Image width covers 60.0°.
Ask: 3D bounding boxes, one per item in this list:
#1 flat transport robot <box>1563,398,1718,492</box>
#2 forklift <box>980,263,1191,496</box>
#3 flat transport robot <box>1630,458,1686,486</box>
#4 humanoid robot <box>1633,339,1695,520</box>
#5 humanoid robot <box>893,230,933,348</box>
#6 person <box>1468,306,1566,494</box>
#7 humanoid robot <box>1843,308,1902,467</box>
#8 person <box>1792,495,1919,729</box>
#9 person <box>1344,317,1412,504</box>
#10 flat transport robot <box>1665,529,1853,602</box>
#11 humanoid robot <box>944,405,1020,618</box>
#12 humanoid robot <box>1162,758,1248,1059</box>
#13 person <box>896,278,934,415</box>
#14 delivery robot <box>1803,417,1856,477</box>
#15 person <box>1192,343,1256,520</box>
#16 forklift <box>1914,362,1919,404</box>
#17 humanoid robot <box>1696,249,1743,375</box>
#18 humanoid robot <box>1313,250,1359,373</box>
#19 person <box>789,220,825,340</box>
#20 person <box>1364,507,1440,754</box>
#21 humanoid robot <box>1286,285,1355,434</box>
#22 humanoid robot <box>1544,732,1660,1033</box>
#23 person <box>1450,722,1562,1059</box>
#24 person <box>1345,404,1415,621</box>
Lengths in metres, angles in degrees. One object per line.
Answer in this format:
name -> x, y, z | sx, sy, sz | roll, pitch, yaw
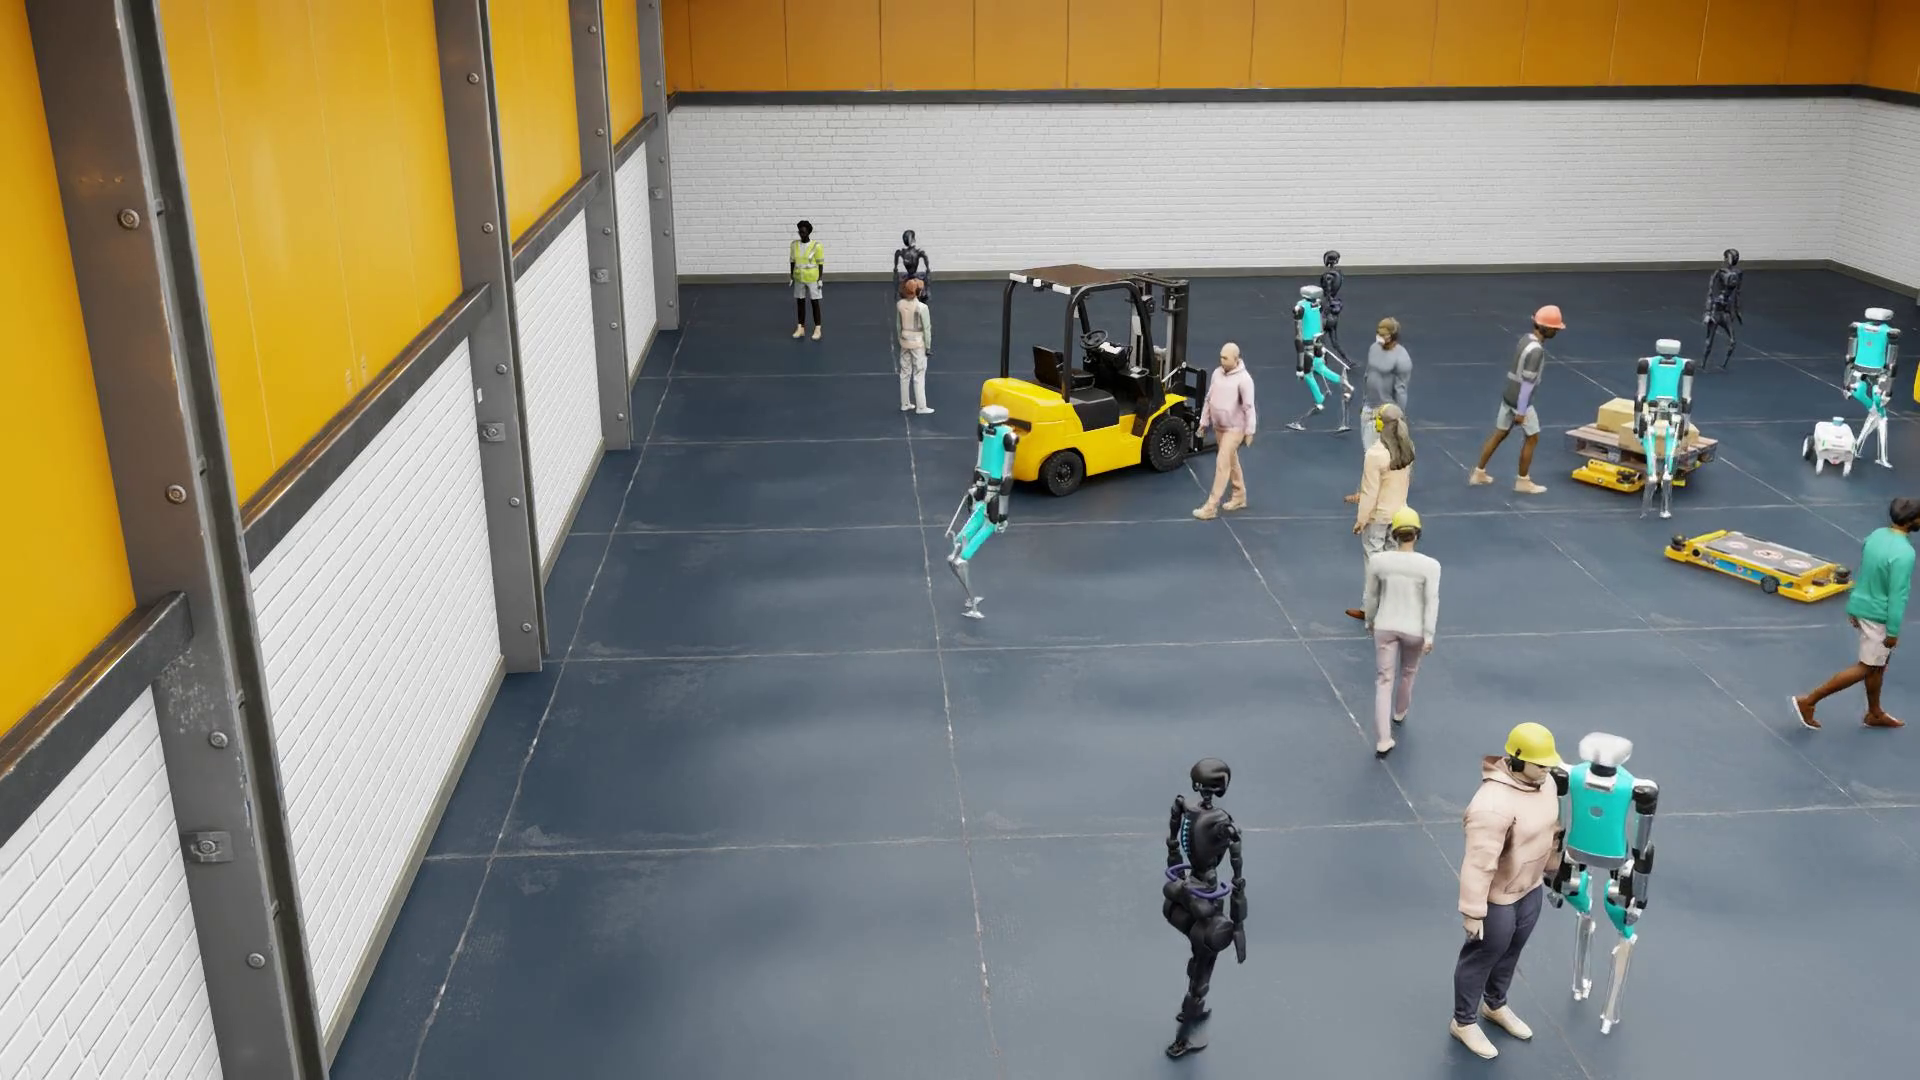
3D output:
flat transport robot -> 7.254, -0.804, 17.819 | 1.431, 0.231, 0.659 | -15, 25, -36
forklift -> 1.315, -1.764, 17.646 | 2.313, 2.155, 1.214 | -14, 24, -33
flat transport robot -> 7.523, -0.894, 18.063 | 0.659, 0.231, 1.431 | 8, 22, 20
humanoid robot -> 6.866, -1.027, 16.315 | 0.568, 1.787, 0.758 | 7, 21, 18
humanoid robot -> -0.637, -3.534, 23.308 | 0.610, 1.636, 0.787 | 8, 22, 22
person -> 5.711, -1.446, 17.089 | 0.770, 1.990, 0.619 | 1, 20, 3
humanoid robot -> 9.944, -1.662, 18.034 | 0.799, 1.786, 0.585 | -16, 25, -36
person -> 6.507, 0.541, 11.914 | 0.826, 1.821, 0.509 | 1, 20, 4
person -> 4.314, -1.330, 16.850 | 0.803, 1.916, 0.635 | -6, 21, -16
flat transport robot -> 7.220, 0.209, 15.059 | 0.659, 0.231, 1.431 | -13, 24, -31
humanoid robot -> 0.089, -0.227, 14.122 | 0.818, 1.780, 0.545 | -11, 23, -28
humanoid robot -> 1.251, 1.863, 8.511 | 0.448, 1.642, 0.584 | -14, 24, -32
person -> -0.549, -2.321, 19.957 | 0.520, 1.640, 0.304 | 17, 26, 38
delivery robot -> 9.469, -1.041, 18.020 | 0.499, 0.575, 0.759 | 8, 21, 20
person -> 2.607, -1.083, 16.446 | 0.778, 1.751, 0.538 | -11, 23, -28
forklift -> 12.602, -2.435, 19.475 | 2.313, 2.155, 1.214 | -1, 20, -4
humanoid robot -> 9.942, -2.972, 21.686 | 0.599, 1.644, 0.462 | -8, 21, -20
humanoid robot -> 4.882, -2.964, 21.721 | 0.740, 1.640, 0.610 | 7, 21, 17
person -> -2.181, -3.696, 23.621 | 0.540, 1.696, 0.315 | 8, 21, 20
person -> 3.126, 0.621, 11.853 | 0.531, 1.693, 0.916 | 8, 22, 20
humanoid robot -> 4.206, -1.980, 18.970 | 1.028, 1.764, 0.536 | 18, 27, 40
humanoid robot -> 3.385, 1.743, 8.771 | 0.551, 1.777, 0.821 | 12, 23, 30
person -> 2.791, 1.761, 8.531 | 0.788, 1.859, 0.432 | -16, 26, -37
person -> 3.539, -0.223, 13.906 | 0.554, 1.877, 0.407 | -15, 25, -35
